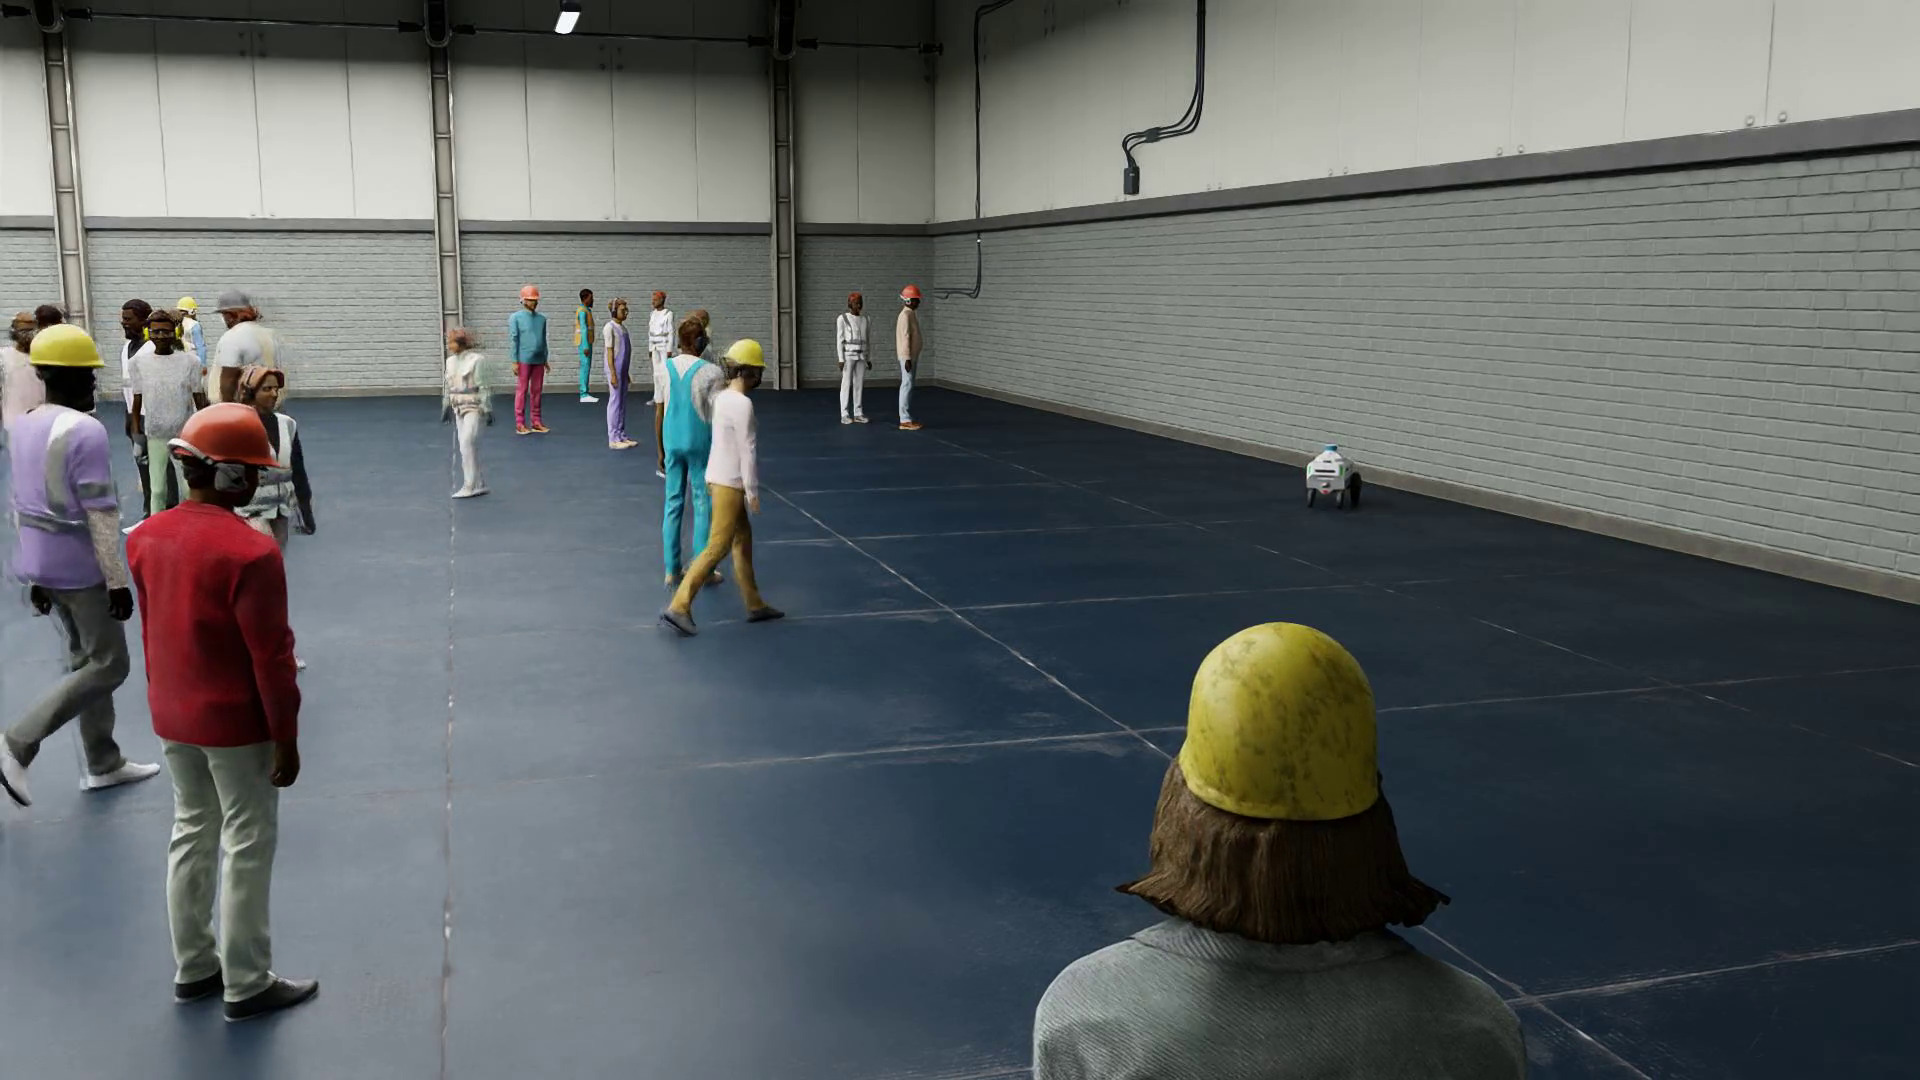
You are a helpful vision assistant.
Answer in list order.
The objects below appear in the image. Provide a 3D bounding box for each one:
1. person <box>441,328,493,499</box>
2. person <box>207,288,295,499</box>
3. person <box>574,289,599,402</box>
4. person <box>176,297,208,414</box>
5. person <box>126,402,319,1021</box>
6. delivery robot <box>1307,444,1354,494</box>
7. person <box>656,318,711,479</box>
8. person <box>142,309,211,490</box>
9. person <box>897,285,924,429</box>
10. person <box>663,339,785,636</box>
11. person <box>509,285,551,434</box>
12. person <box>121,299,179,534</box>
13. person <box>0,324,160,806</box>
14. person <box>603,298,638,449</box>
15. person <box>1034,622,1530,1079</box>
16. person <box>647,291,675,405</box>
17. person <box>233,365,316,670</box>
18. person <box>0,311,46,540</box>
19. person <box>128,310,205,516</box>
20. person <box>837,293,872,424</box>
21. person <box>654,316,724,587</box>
[{"bbox_3d":[-4.722,-1.194,15.766,0.565,1.613,0.612,7,11,37],"label":"person"},{"bbox_3d":[-6.047,-1.165,14.237,0.736,2.000,0.702,0,9,2],"label":"person"},{"bbox_3d":[-6.360,-3.302,28.259,0.378,1.917,0.598,-1,9,-9],"label":"person"},{"bbox_3d":[-10.776,-2.488,23.332,0.590,1.837,0.404,4,10,26],"label":"person"},{"bbox_3d":[-2.056,0.483,4.694,0.574,1.738,0.352,5,10,28],"label":"person"},{"bbox_3d":[3.409,-0.639,15.296,0.477,0.478,0.707,4,9,20],"label":"delivery robot"},{"bbox_3d":[-2.692,-1.431,17.045,0.868,1.681,0.492,5,10,28],"label":"person"},{"bbox_3d":[-7.540,-1.323,16.046,0.957,1.796,0.637,0,9,2],"label":"person"},{"bbox_3d":[-0.687,-2.536,23.128,0.389,1.992,0.625,1,9,5],"label":"person"},{"bbox_3d":[-1.408,-0.319,9.836,0.778,1.733,0.563,-4,10,-26],"label":"person"},{"bbox_3d":[-5.782,-2.425,22.422,0.397,1.992,0.621,6,11,35],"label":"person"},{"bbox_3d":[-6.584,-0.989,13.505,0.594,1.919,0.387,6,11,35],"label":"person"},{"bbox_3d":[-3.541,0.107,6.547,0.605,1.908,0.667,7,11,36],"label":"person"},{"bbox_3d":[-4.186,-2.040,20.446,0.345,1.846,0.507,1,9,9],"label":"person"},{"bbox_3d":[0.317,0.943,1.731,0.487,1.746,0.287,1,9,5],"label":"person"},{"bbox_3d":[-4.926,-3.142,27.361,0.574,1.882,0.356,8,12,40],"label":"person"},{"bbox_3d":[-3.629,-0.115,8.853,0.659,1.613,0.550,3,10,21],"label":"person"},{"bbox_3d":[-7.356,-0.887,13.156,0.515,1.826,0.519,7,11,37],"label":"person"},{"bbox_3d":[-5.721,-0.731,12.055,0.510,1.863,0.326,-3,10,-21],"label":"person"},{"bbox_3d":[-1.518,-2.620,24.025,0.574,1.882,0.358,-8,12,-40],"label":"person"},{"bbox_3d":[-1.812,-0.591,11.248,0.516,1.835,0.357,2,9,14],"label":"person"}]
